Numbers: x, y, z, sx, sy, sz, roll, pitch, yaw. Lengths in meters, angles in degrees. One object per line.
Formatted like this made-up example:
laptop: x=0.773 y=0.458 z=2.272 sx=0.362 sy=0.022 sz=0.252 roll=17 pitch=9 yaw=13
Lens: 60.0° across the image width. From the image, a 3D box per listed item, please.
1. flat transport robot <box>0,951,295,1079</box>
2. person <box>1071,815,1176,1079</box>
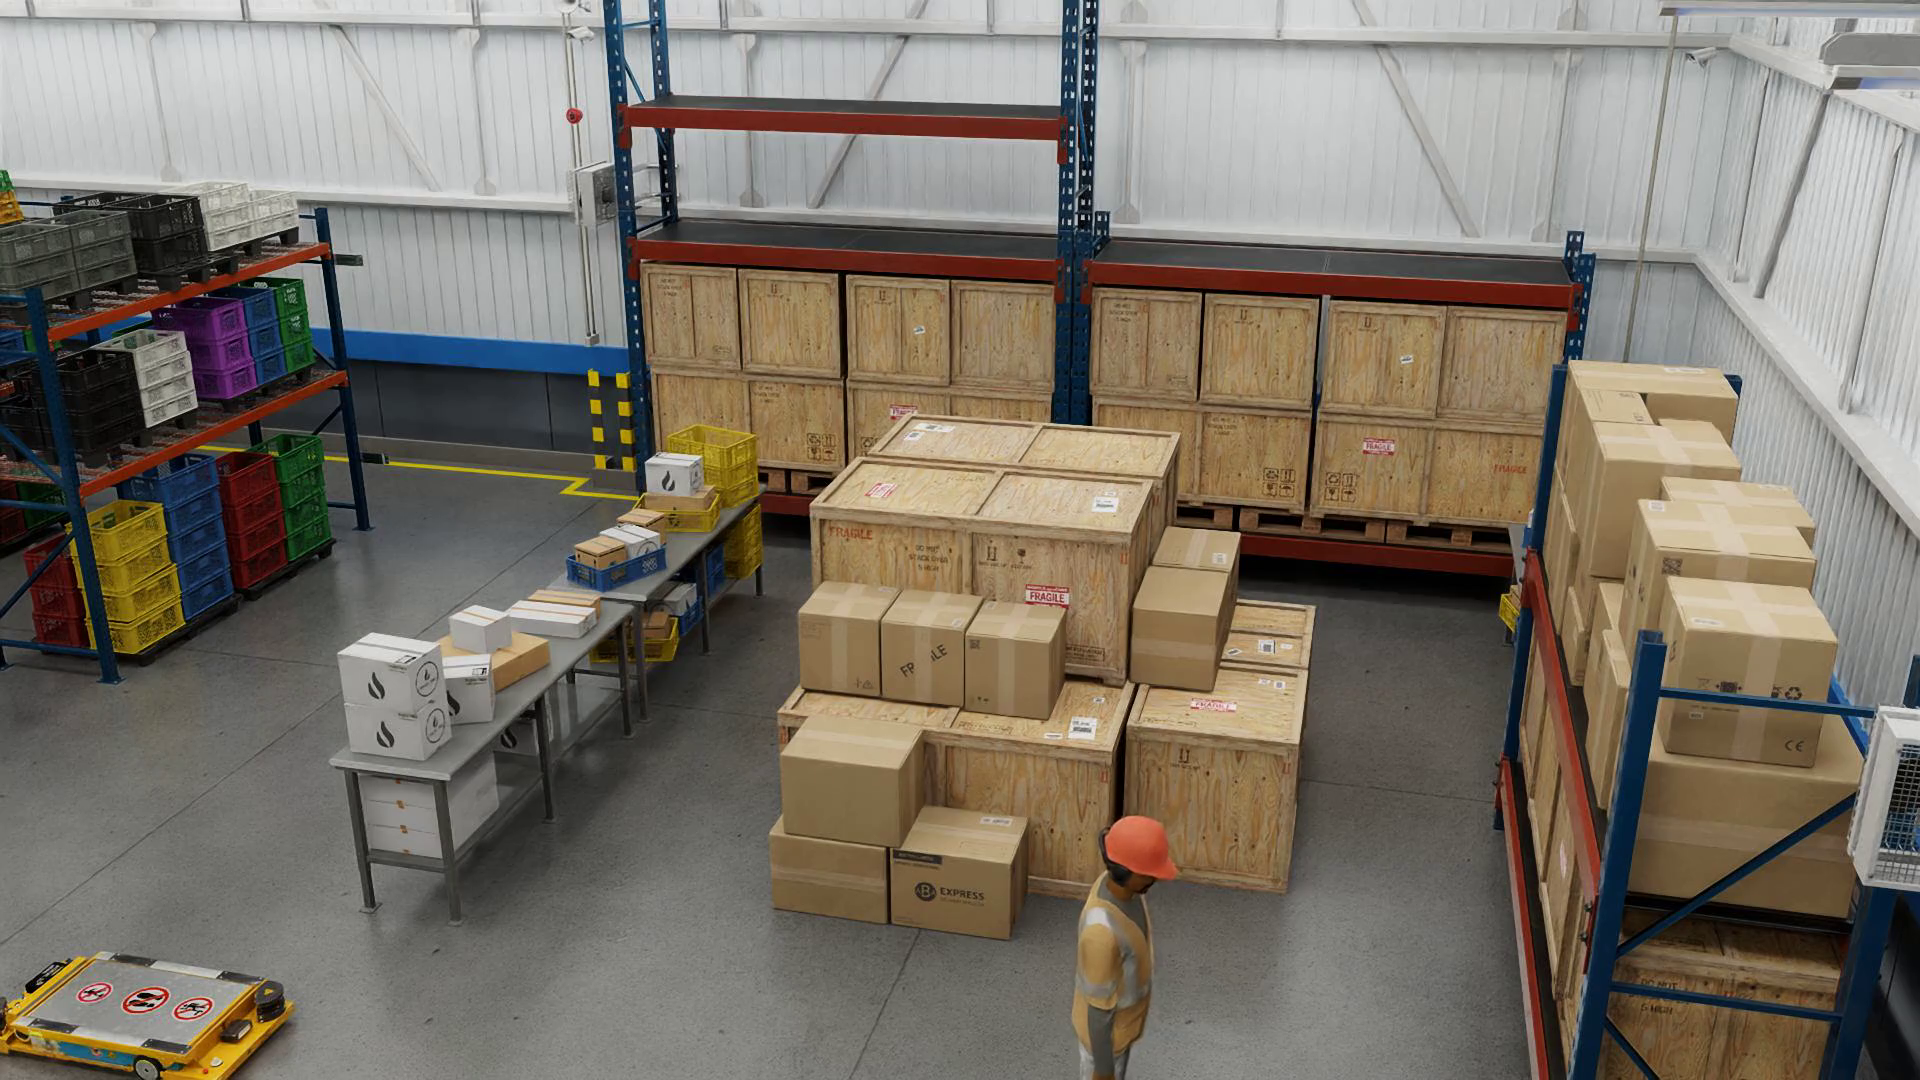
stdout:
flat transport robot: x=-4.270 y=2.464 z=8.601 sx=1.431 sy=0.231 sz=0.659 roll=5 pitch=22 yaw=13
person: x=0.688 y=2.079 z=7.143 sx=0.406 sy=2.031 sz=0.607 roll=5 pitch=22 yaw=14
